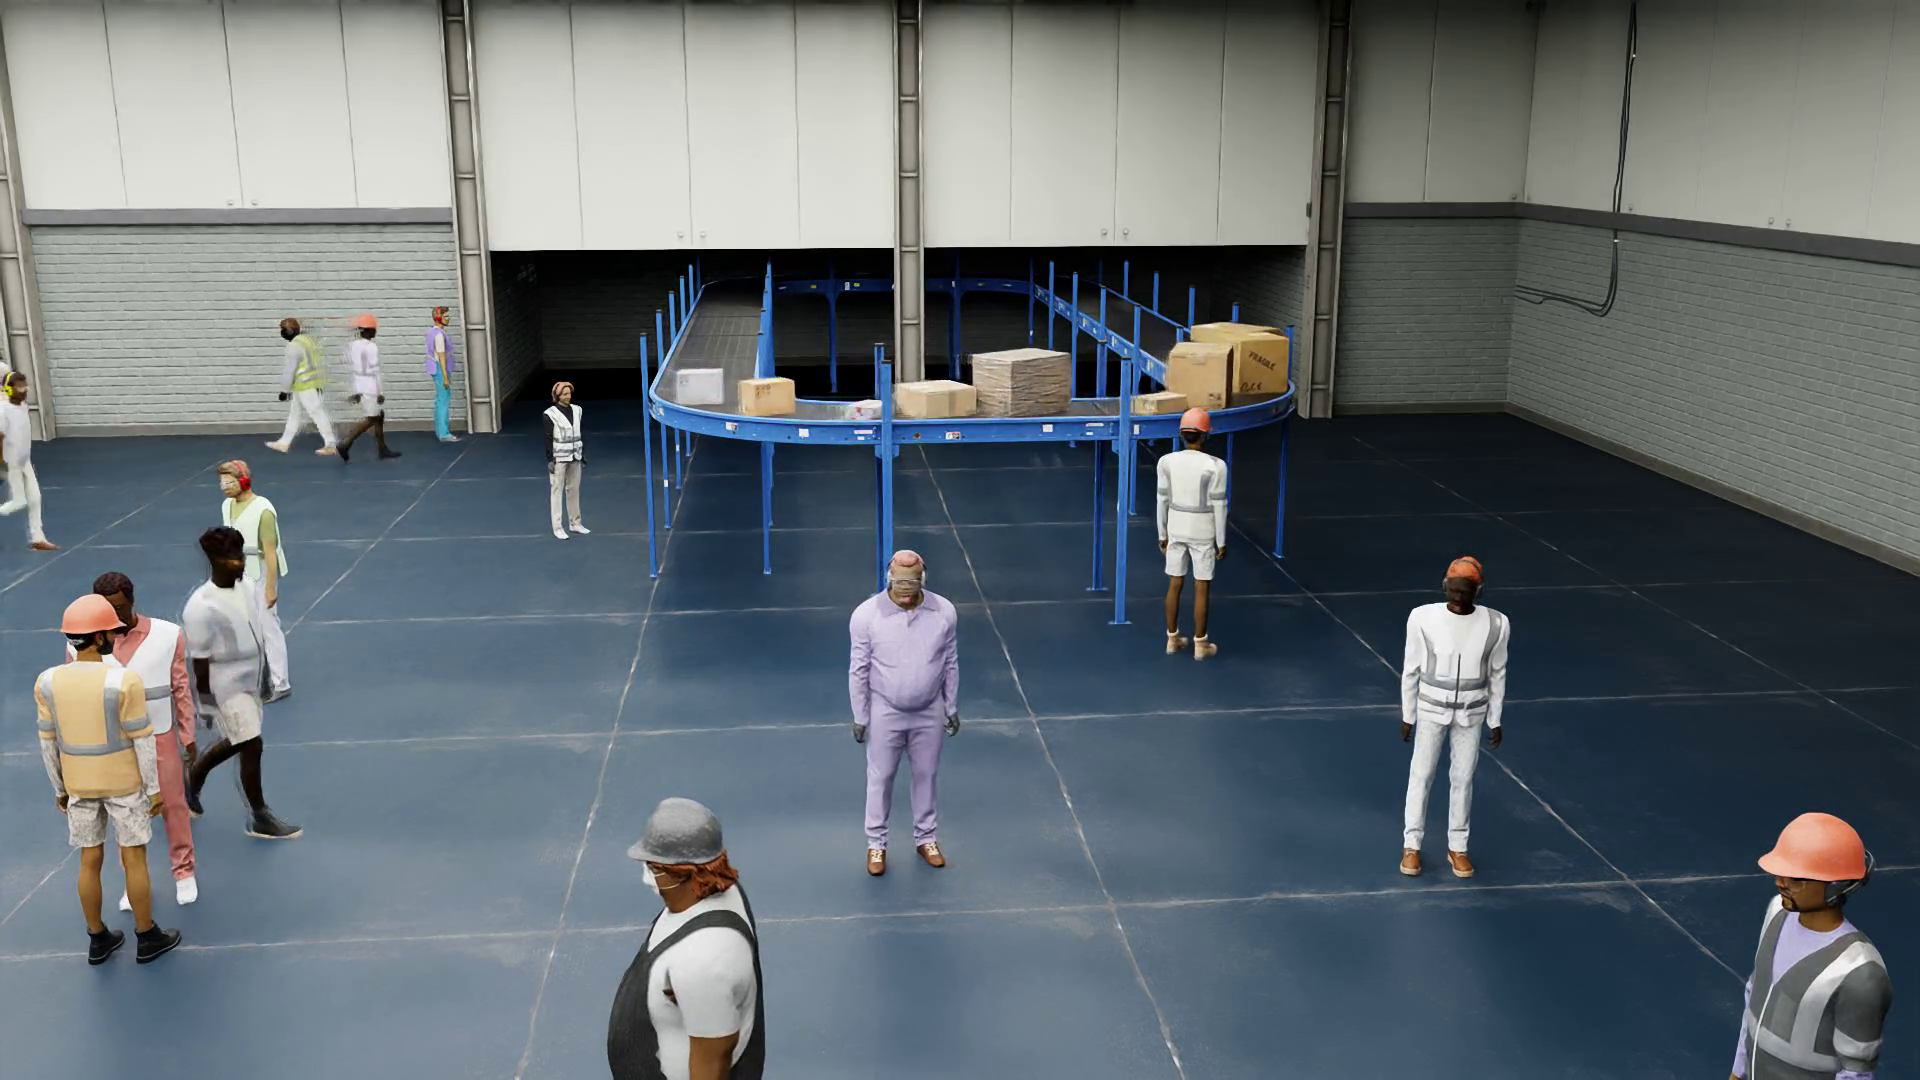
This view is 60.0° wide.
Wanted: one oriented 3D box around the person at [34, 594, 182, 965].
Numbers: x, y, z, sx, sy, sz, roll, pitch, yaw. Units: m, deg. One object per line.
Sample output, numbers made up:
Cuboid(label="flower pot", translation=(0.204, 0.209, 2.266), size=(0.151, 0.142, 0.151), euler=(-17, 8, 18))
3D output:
Cuboid(label="person", translation=(-4.343, 1.223, 8.477), size=(0.551, 1.933, 0.366), euler=(0, 14, 0))

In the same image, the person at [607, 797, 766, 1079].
Cuboid(label="person", translation=(-0.942, 1.849, 5.758), size=(0.536, 2.000, 0.681), euler=(-1, 14, -5))

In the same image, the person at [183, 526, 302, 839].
Cuboid(label="person", translation=(-4.449, 0.843, 10.012), size=(0.839, 1.944, 0.609), euler=(1, 14, 6))

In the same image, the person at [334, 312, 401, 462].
Cuboid(label="person", translation=(-7.591, -1.920, 21.105), size=(0.832, 1.912, 0.542), euler=(-12, 18, -39))

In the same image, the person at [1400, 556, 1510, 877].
Cuboid(label="person", translation=(2.797, 1.001, 9.464), size=(0.574, 1.886, 0.361), euler=(2, 14, 8))

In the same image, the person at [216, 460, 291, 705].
Cuboid(label="person", translation=(-5.249, 0.299, 12.387), size=(0.568, 1.832, 0.406), euler=(10, 17, 35))

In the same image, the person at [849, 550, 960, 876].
Cuboid(label="person", translation=(-0.304, 0.980, 9.511), size=(0.648, 1.904, 0.401), euler=(-4, 15, -15))

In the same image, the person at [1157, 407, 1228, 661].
Cuboid(label="person", translation=(1.868, -0.051, 13.386), size=(0.610, 2.039, 0.397), euler=(9, 17, 33))

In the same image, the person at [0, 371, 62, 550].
Cuboid(label="person", translation=(-9.520, -0.775, 16.654), size=(0.681, 1.851, 0.515), euler=(0, 14, -1))

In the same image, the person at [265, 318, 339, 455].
Cuboid(label="person", translation=(-8.598, -1.981, 21.593), size=(0.960, 1.782, 0.629), euler=(-3, 14, -12))

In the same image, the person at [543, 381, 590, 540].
Cuboid(label="person", translation=(-4.107, -0.839, 17.326), size=(0.306, 1.640, 0.522), euler=(9, 17, 33))

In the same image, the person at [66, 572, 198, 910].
Cuboid(label="person", translation=(-4.505, 1.083, 9.101), size=(0.597, 1.908, 0.407), euler=(-5, 15, -19))

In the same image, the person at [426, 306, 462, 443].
Cuboid(label="person", translation=(-7.030, -2.245, 22.530), size=(0.373, 1.843, 0.570), euler=(-6, 15, -24))

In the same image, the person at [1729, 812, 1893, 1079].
Cuboid(label="person", translation=(2.798, 1.882, 5.621), size=(0.372, 2.044, 0.608), euler=(-1, 14, -5))
